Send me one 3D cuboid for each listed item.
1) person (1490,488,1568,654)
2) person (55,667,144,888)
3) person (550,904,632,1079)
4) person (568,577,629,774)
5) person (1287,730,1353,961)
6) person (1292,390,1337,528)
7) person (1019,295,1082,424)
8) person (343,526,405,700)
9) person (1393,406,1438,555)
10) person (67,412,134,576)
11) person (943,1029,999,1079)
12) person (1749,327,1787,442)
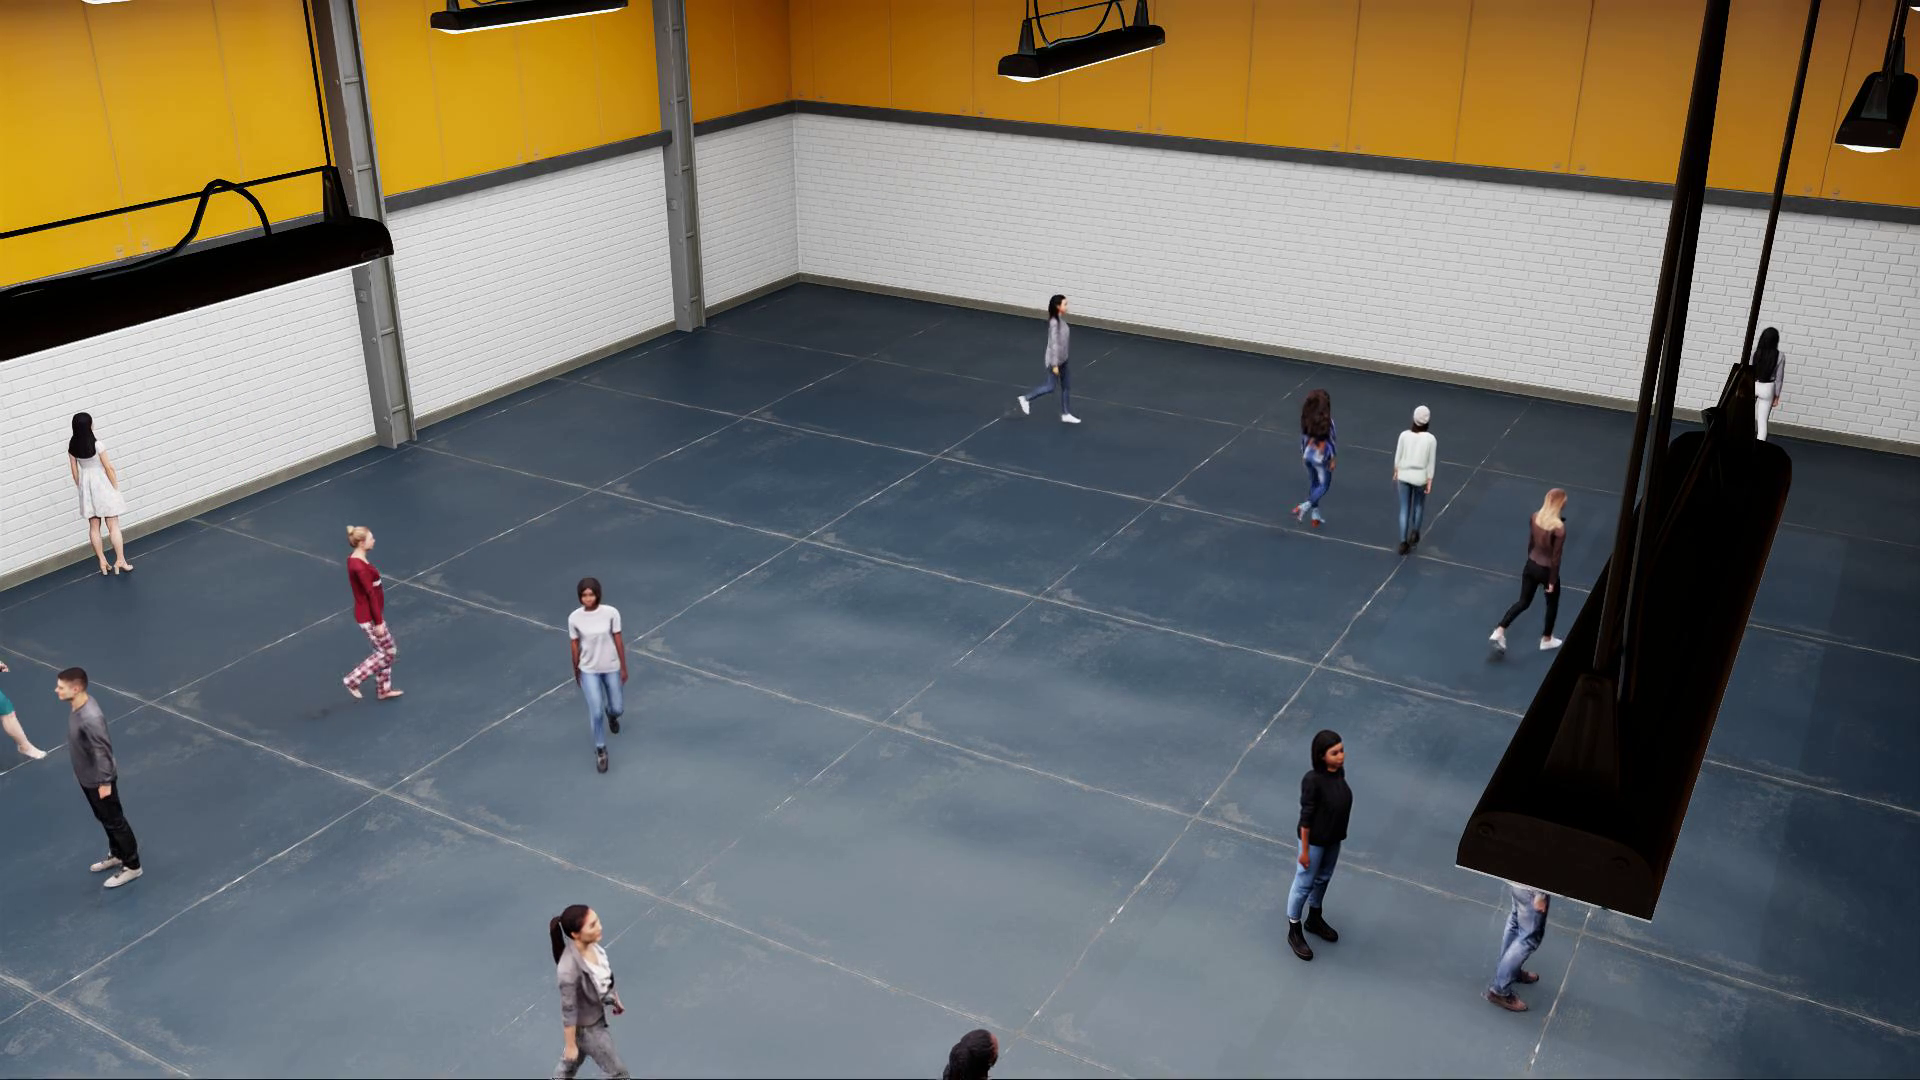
[{"bbox_3d":[5.401,0.324,15.650,1.153,1.675,1.004,-11,26,-23],"label":"person"},{"bbox_3d":[-6.387,1.733,12.320,0.628,1.760,0.678,-20,31,-38],"label":"person"},{"bbox_3d":[-2.290,2.875,9.875,1.004,1.625,1.118,1,24,3],"label":"person"},{"bbox_3d":[-3.001,1.073,13.900,0.892,1.704,0.962,-5,24,-11],"label":"person"},{"bbox_3d":[2.501,2.086,11.585,0.582,1.701,0.700,-19,30,-36],"label":"person"},{"bbox_3d":[3.921,-0.871,18.471,0.884,1.604,0.787,-16,28,-32],"label":"person"},{"bbox_3d":[1.188,-2.348,21.719,0.791,1.711,1.026,8,25,18],"label":"person"},{"bbox_3d":[-5.330,0.684,14.809,0.879,1.690,0.813,-10,25,-21],"label":"person"},{"bbox_3d":[4.870,-0.629,17.893,0.660,1.625,0.819,8,25,18],"label":"person"},{"bbox_3d":[-9.013,-0.488,17.386,0.763,1.773,0.790,1,24,2],"label":"person"},{"bbox_3d":[0.025,3.323,8.746,0.990,1.709,0.824,-17,29,-34],"label":"person"},{"bbox_3d":[9.809,-1.787,20.418,0.592,1.724,0.492,13,27,28],"label":"person"}]
